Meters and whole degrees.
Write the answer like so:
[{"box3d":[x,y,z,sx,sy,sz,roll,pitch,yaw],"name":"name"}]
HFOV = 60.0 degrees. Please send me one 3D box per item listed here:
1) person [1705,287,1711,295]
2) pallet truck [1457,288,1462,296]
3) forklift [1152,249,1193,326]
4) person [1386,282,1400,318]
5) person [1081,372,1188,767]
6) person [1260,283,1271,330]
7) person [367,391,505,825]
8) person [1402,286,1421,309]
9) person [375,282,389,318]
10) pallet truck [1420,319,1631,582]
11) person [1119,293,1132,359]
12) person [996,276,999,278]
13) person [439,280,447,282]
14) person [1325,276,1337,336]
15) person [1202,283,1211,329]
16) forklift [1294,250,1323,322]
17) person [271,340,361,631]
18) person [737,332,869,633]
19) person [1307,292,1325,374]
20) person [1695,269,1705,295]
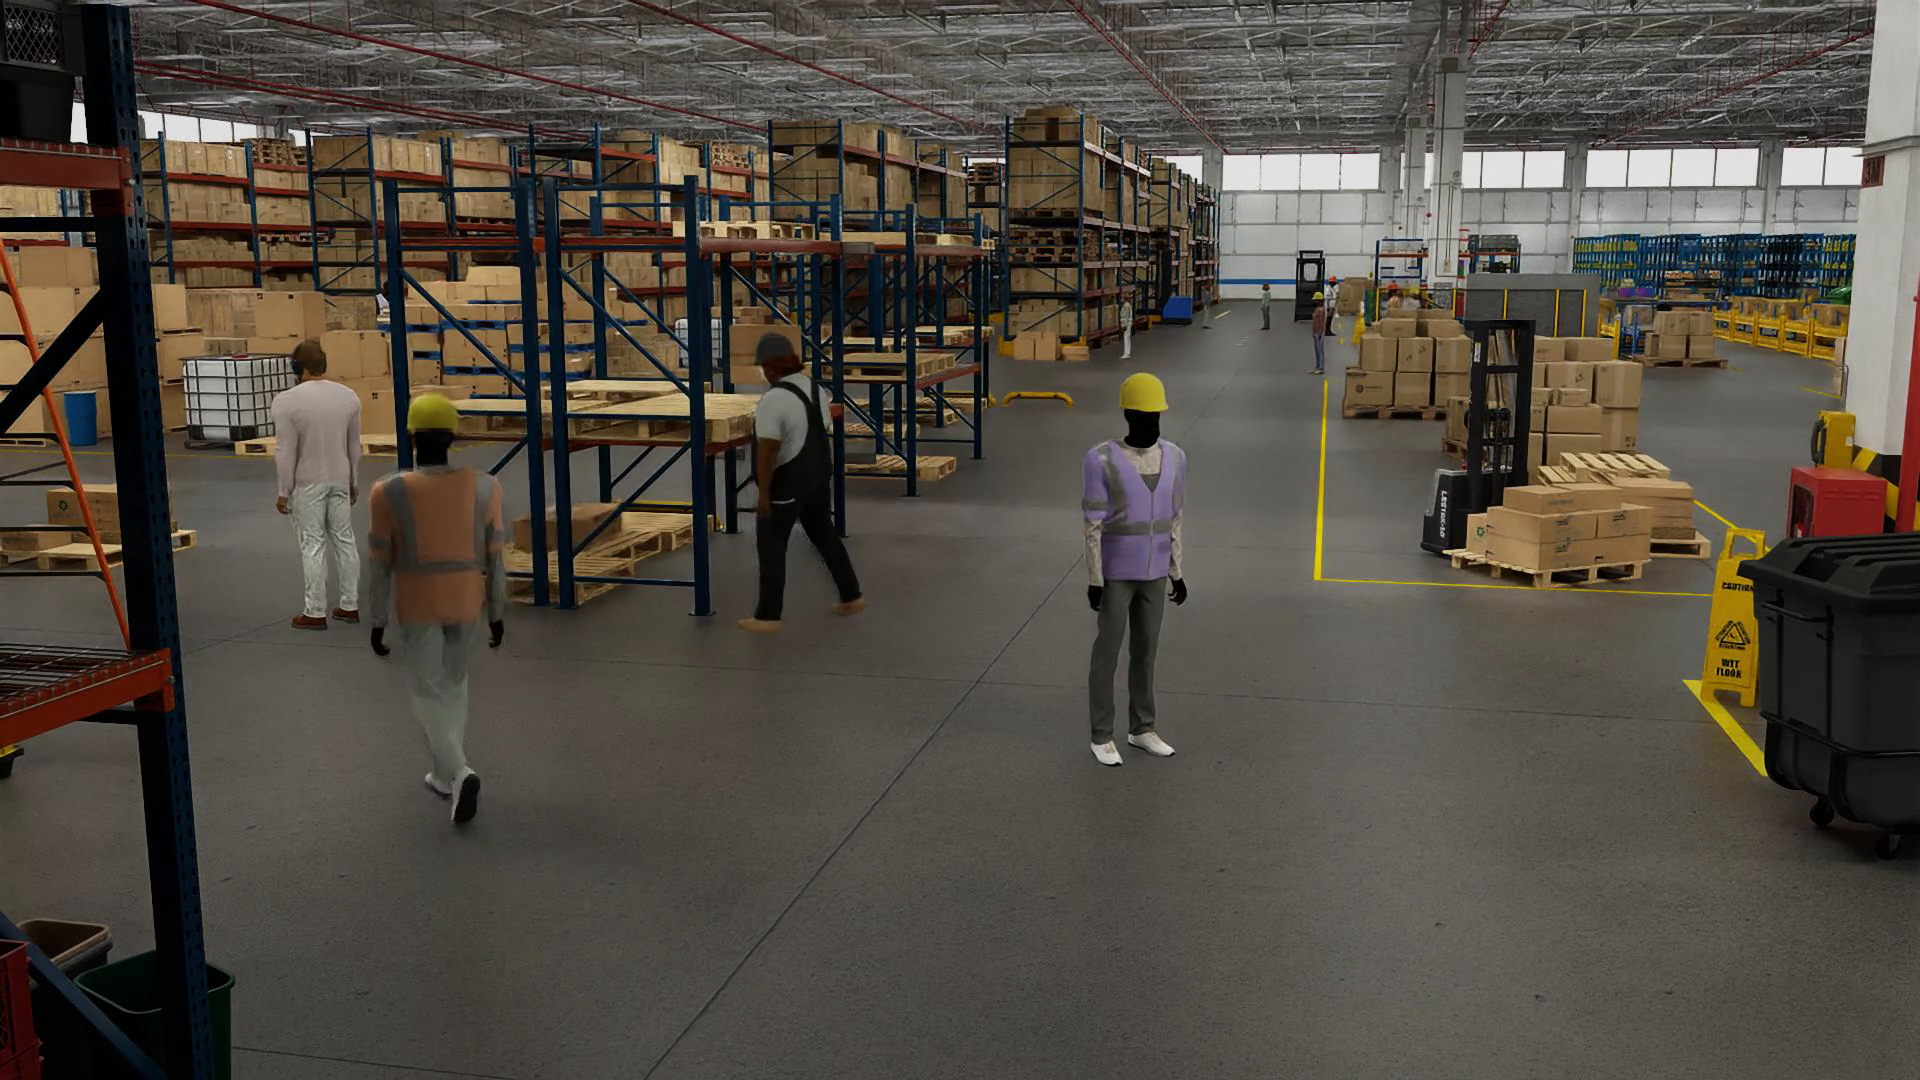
[{"box3d":[38.632,-12.934,85.845,0.566,1.850,0.389,2,10,12],"name":"person"},{"box3d":[20.506,-9.785,68.819,0.653,1.274,1.630,2,10,12],"name":"pallet truck"},{"box3d":[7.646,-9.320,61.395,1.873,2.768,1.129,2,10,11],"name":"forklift"},{"box3d":[10.080,-5.046,38.871,0.362,1.935,0.553,4,10,24],"name":"person"},{"box3d":[0.870,0.139,8.201,0.585,1.928,0.378,-5,11,-28],"name":"person"},{"box3d":[10.702,-8.164,58.234,0.268,1.632,0.509,7,12,38],"name":"person"},{"box3d":[-2.299,0.290,7.395,0.594,1.898,0.828,-7,12,-35],"name":"person"},{"box3d":[11.368,-5.416,41.457,0.626,1.796,0.846,-7,12,-37],"name":"person"},{"box3d":[-14.471,-5.576,42.101,0.587,1.911,0.397,-5,11,-26],"name":"person"},{"box3d":[4.543,-0.757,13.299,0.823,1.965,1.885,-4,10,-22],"name":"pallet truck"},{"box3d":[4.139,-5.331,41.427,0.308,1.645,0.511,1,10,4],"name":"person"},{"box3d":[1.988,-12.851,85.573,0.642,1.791,0.979,2,10,11],"name":"person"},{"box3d":[-12.108,-5.117,39.123,0.608,1.995,0.377,6,11,30],"name":"person"},{"box3d":[11.998,-7.547,53.700,0.379,1.931,0.548,6,12,34],"name":"person"},{"box3d":[8.798,-8.328,59.210,0.271,1.631,0.507,0,10,2],"name":"person"},{"box3d":[13.778,-10.002,65.433,1.129,2.768,1.873,2,10,12],"name":"forklift"},{"box3d":[-4.296,-0.363,11.142,0.372,1.940,0.632,7,12,35],"name":"person"},{"box3d":[-1.100,-0.422,11.188,0.617,2.000,0.881,6,11,31],"name":"person"},{"box3d":[7.746,-4.477,36.015,0.312,1.768,0.522,-1,10,-5],"name":"person"},{"box3d":[35.455,-11.989,79.810,0.612,1.997,0.375,0,10,-3],"name":"person"}]
